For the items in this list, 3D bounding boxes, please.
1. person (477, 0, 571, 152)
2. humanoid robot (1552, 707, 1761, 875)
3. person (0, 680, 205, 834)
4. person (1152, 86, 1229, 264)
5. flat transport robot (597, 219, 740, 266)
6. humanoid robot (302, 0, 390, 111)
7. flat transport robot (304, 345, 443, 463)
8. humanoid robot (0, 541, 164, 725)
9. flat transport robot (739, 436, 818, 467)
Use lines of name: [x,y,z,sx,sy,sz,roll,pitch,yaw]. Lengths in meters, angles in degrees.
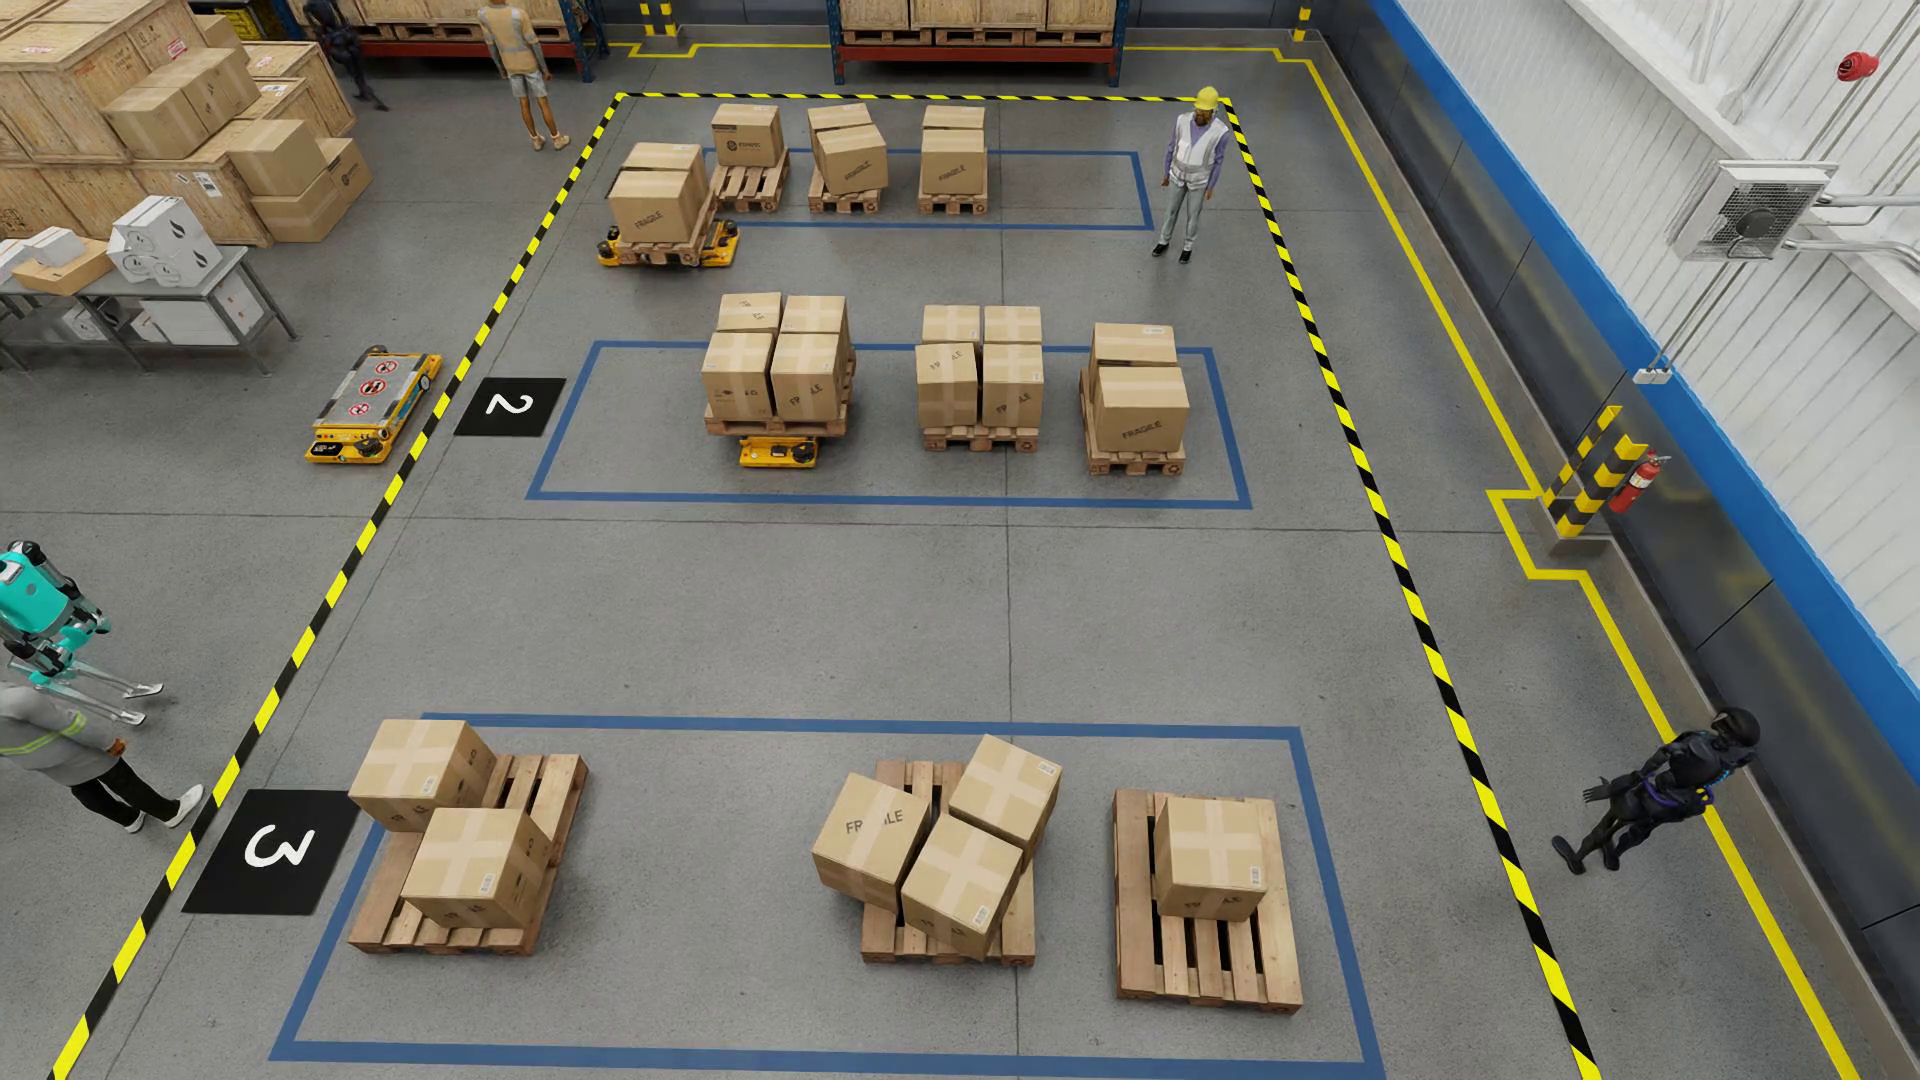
person: [-5.283,-5.737,11.061,0.614,2.040,0.371,0,50,0]
humanoid robot: [3.955,1.445,5.212,0.599,1.657,0.315,-1,50,-1]
person: [-5.244,1.169,5.340,0.595,1.850,0.398,-4,50,-3]
person: [2.387,-3.771,9.530,0.589,1.837,0.404,23,54,19]
flat transport robot: [-3.214,-3.306,10.146,1.431,0.197,0.652,1,50,1]
humanoid robot: [-8.065,-6.444,11.920,0.694,1.635,0.588,11,51,9]
flat transport robot: [-5.383,-1.269,8.441,0.659,0.231,1.431,1,50,1]
humanoid robot: [-5.855,0.605,5.805,0.735,1.677,0.533,0,50,0]
flat transport robot: [-1.582,-1.235,8.394,0.652,0.197,1.431,1,50,1]
